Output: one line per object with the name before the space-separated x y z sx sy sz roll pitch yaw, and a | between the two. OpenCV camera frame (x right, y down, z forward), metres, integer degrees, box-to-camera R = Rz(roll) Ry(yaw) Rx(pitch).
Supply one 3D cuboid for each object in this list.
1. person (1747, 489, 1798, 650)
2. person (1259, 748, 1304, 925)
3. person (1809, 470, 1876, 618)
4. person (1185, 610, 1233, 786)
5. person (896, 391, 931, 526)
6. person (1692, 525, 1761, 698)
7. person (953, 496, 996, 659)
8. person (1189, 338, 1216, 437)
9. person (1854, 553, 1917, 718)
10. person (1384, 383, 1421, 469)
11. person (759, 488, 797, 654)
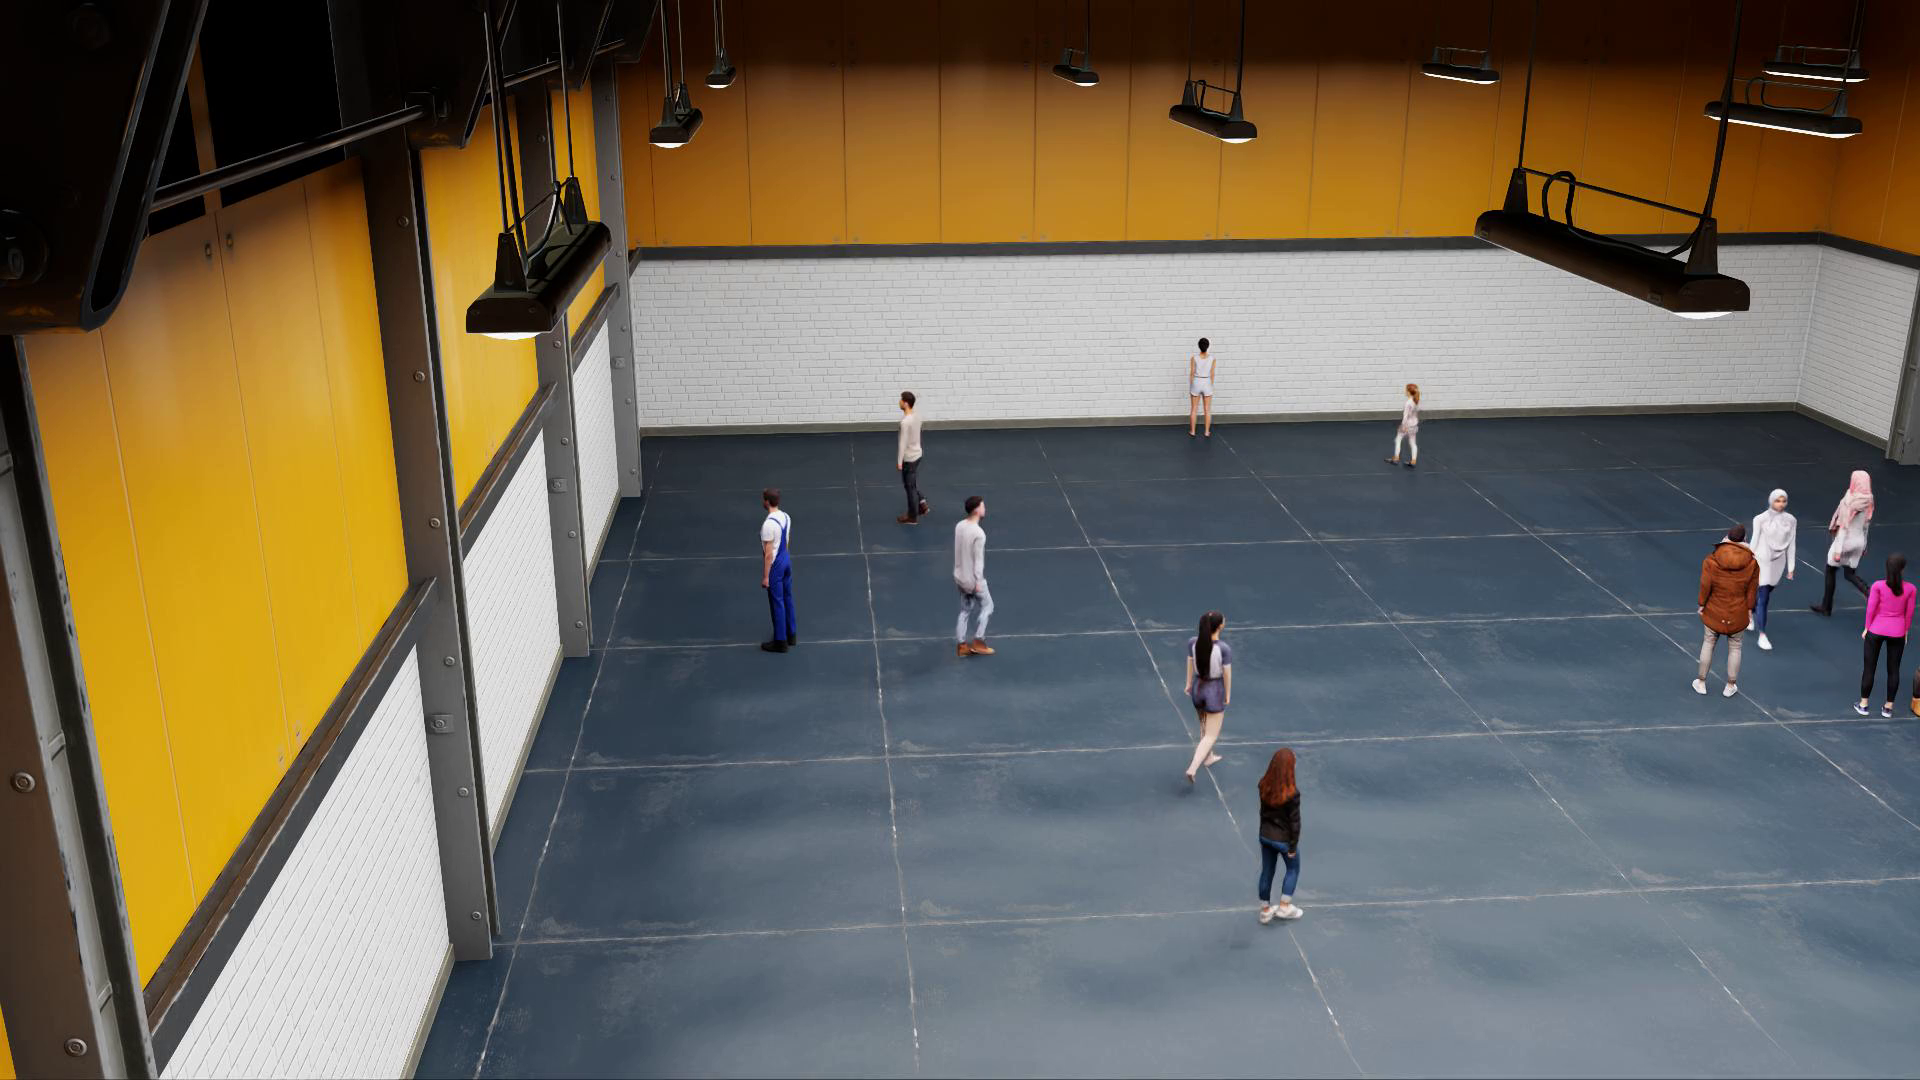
person | 8.996 0.278 18.557 0.764 1.740 1.169 2 19 5
person | 2.427 2.319 12.915 0.661 1.473 0.726 16 25 40
person | 10.231 0.108 18.994 0.880 1.784 1.148 -9 21 -25
person | 2.241 1.462 15.231 1.000 1.620 1.070 15 24 37
person | -0.583 -1.095 22.448 0.869 1.858 0.777 6 20 18
person | 7.877 0.720 17.091 0.832 1.839 0.860 7 20 20
person | 0.048 0.419 18.005 0.851 1.825 0.753 -14 23 -35
person | 3.915 -2.490 26.978 0.571 1.612 0.539 0 19 1
person | 9.278 0.941 16.654 0.657 1.698 0.666 6 19 17
person | 6.860 -1.717 25.182 0.745 1.294 0.827 -16 24 -39
person | -2.011 0.315 18.277 0.782 1.849 0.676 9 20 24
